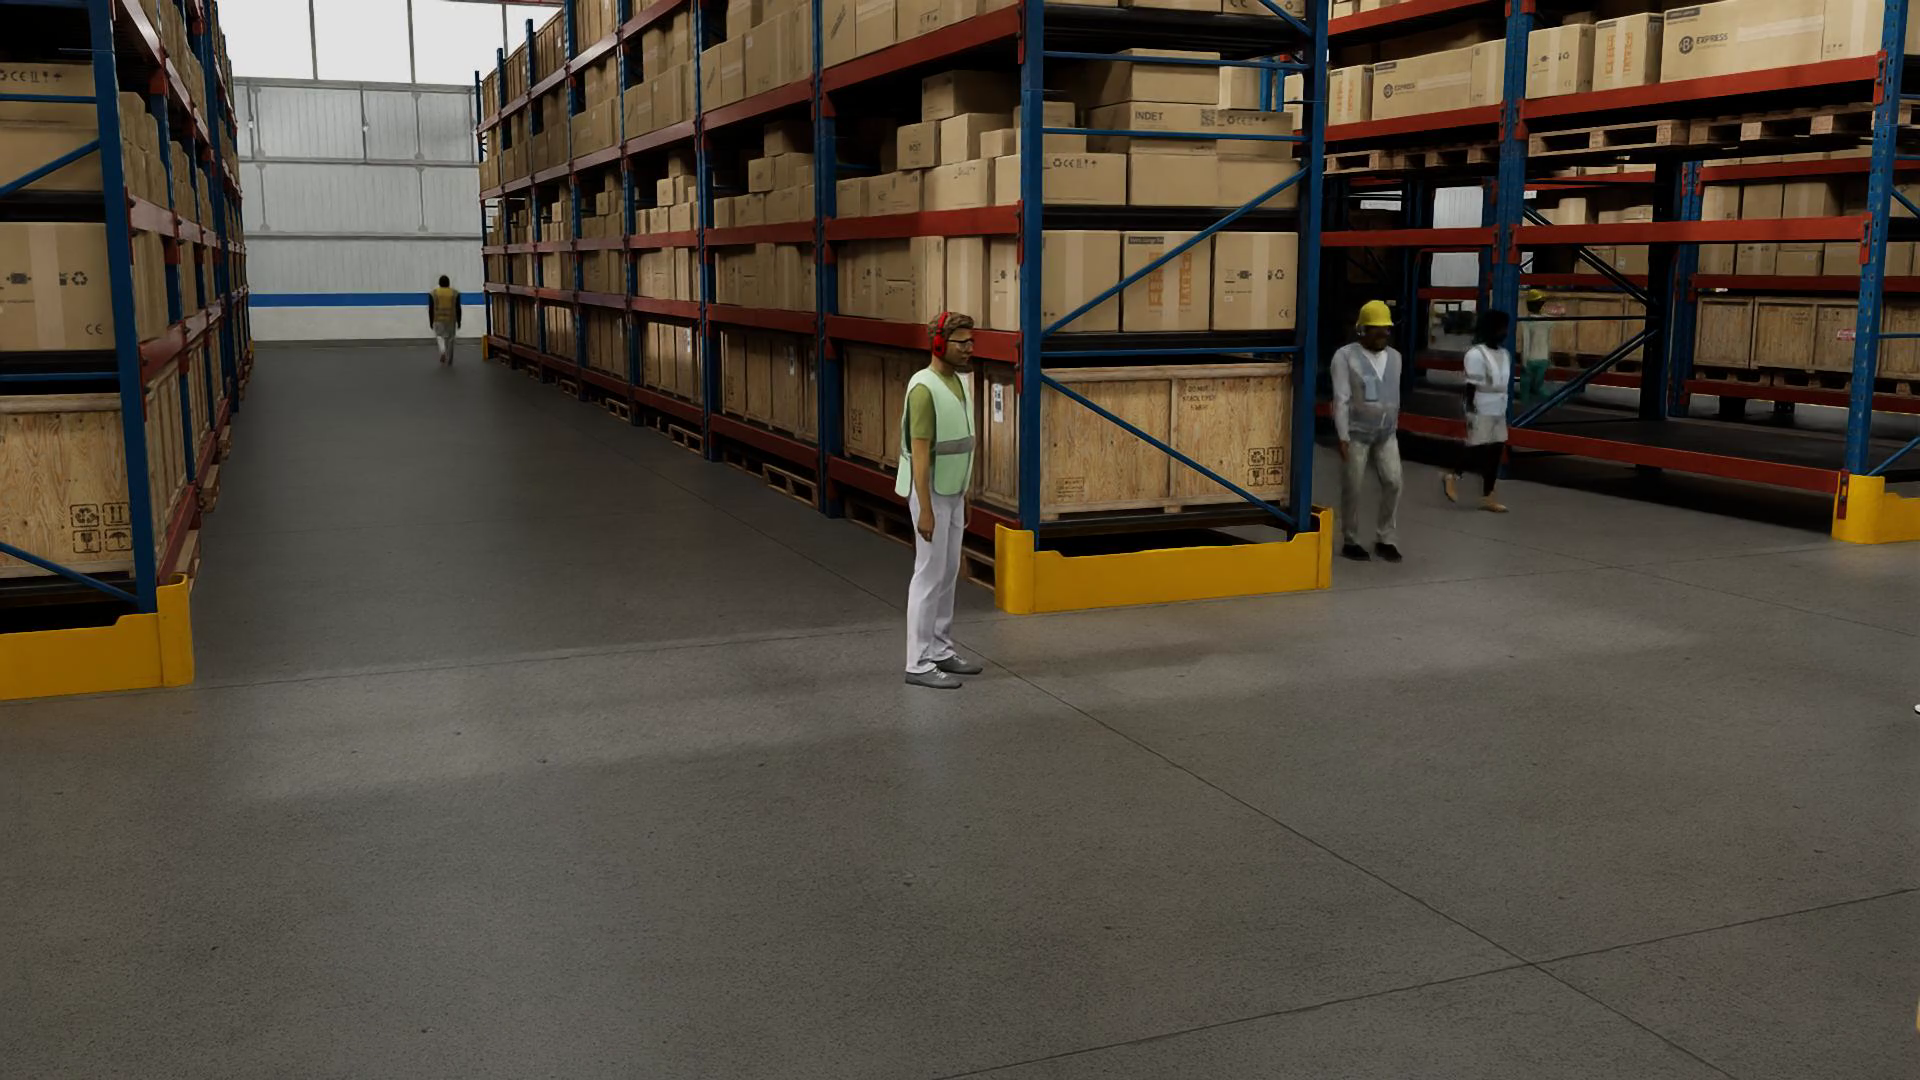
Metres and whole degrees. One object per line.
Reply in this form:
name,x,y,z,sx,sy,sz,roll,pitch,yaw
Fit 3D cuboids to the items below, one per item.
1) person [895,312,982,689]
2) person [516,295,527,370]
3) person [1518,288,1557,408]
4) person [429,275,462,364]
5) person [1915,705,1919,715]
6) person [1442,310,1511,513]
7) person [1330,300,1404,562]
person,-0.115,-0.199,8.180,0.381,1.836,0.564,3,10,19
person,-8.089,-4.219,31.965,0.841,1.937,0.676,-4,10,-21
person,7.134,-2.230,20.573,0.538,1.752,0.560,-5,11,-25
person,-10.513,-4.505,34.004,0.651,1.823,0.466,-4,10,-20
person,4.649,-0.119,7.526,0.642,1.900,0.400,-9,13,-43
person,4.339,-1.071,13.811,0.535,1.685,0.463,-7,11,-34
person,2.831,-0.731,11.428,0.602,1.810,0.619,-3,10,-17
